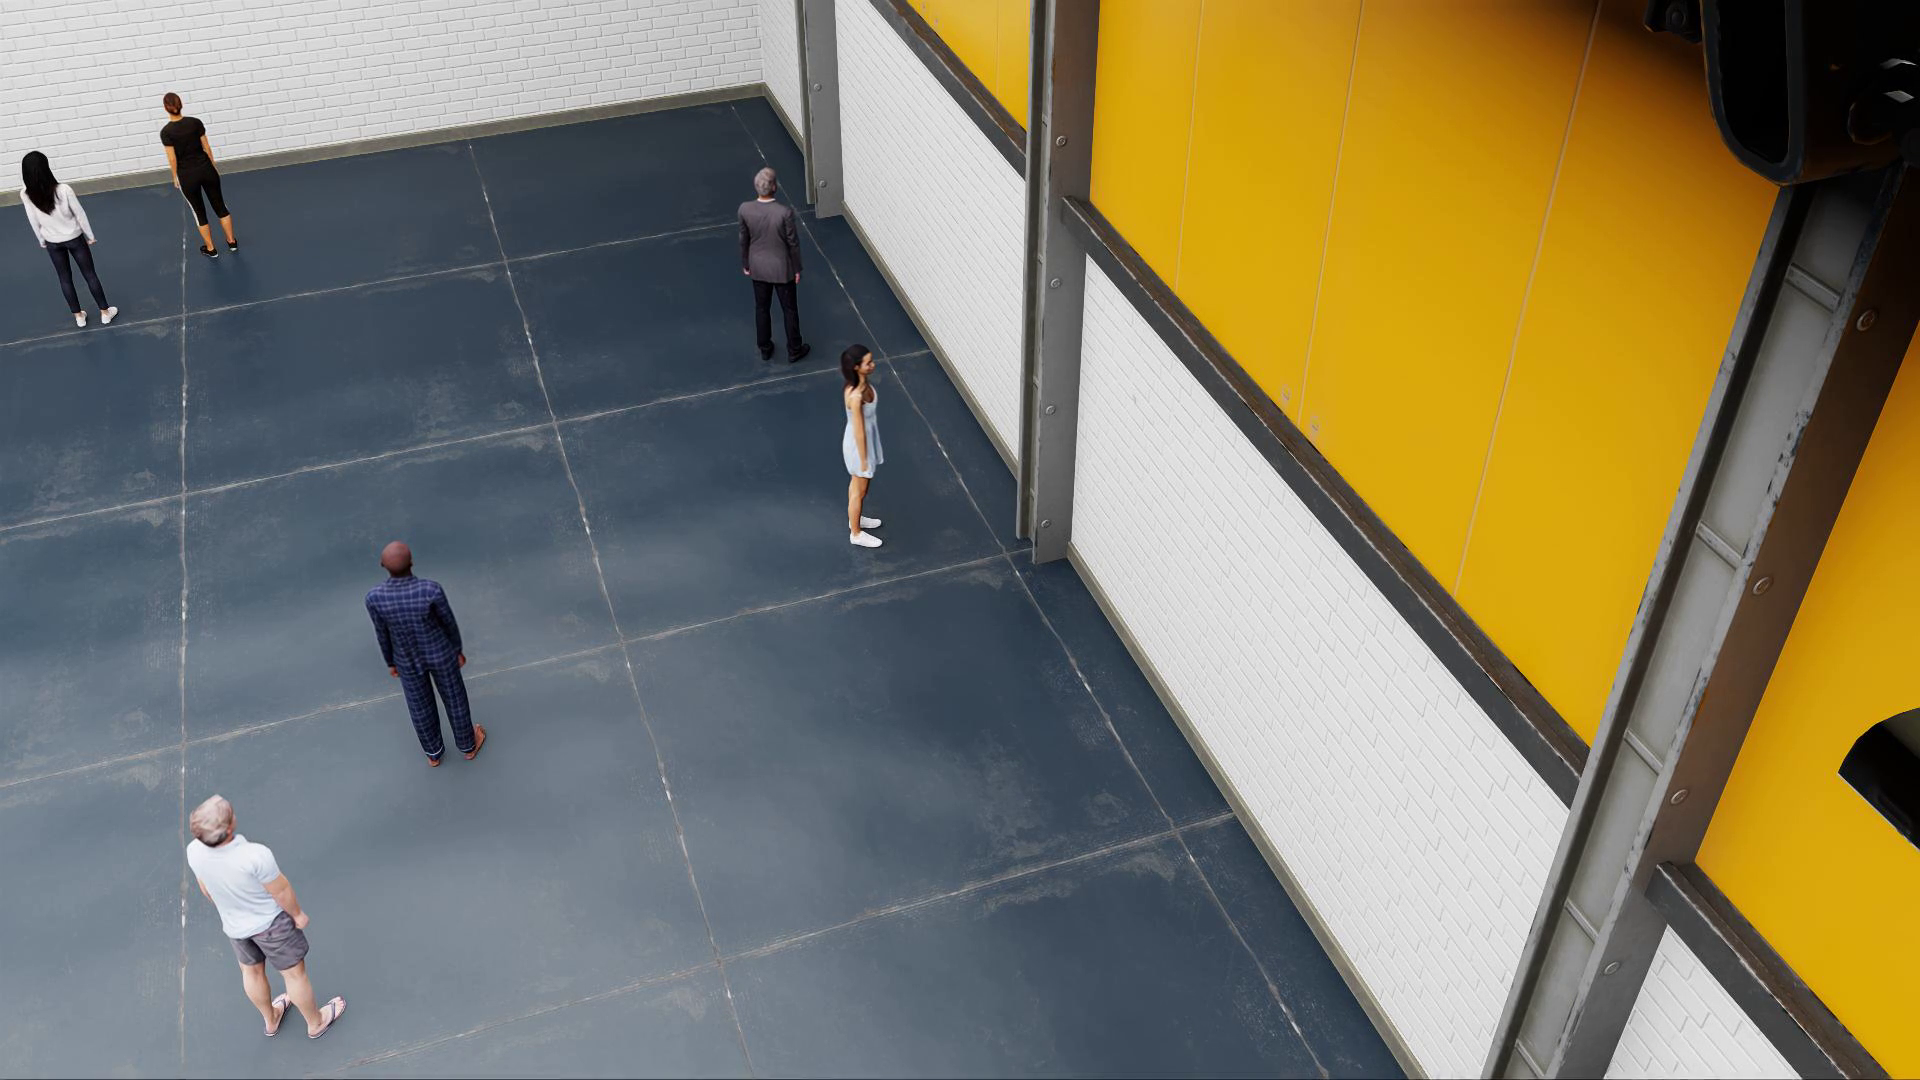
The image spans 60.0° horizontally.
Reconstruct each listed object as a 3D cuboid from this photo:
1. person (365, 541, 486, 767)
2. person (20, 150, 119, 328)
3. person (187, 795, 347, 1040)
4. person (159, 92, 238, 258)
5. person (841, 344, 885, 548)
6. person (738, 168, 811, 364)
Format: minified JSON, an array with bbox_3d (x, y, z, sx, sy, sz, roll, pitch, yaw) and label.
[{"bbox_3d":[-3.435,0.729,10.671,0.684,1.820,0.636,-8,39,-10],"label":"person"},{"bbox_3d":[-8.145,-2.737,15.107,0.639,1.700,0.571,-9,39,-11],"label":"person"},{"bbox_3d":[-3.812,2.059,8.997,0.735,1.832,0.729,5,39,6],"label":"person"},{"bbox_3d":[-7.423,-3.559,16.162,0.652,1.668,0.635,-28,46,-31],"label":"person"},{"bbox_3d":[-0.751,-0.733,12.575,0.715,1.729,0.579,0,39,0],"label":"person"},{"bbox_3d":[-1.642,-2.405,14.578,0.813,1.842,0.824,9,39,11],"label":"person"}]
